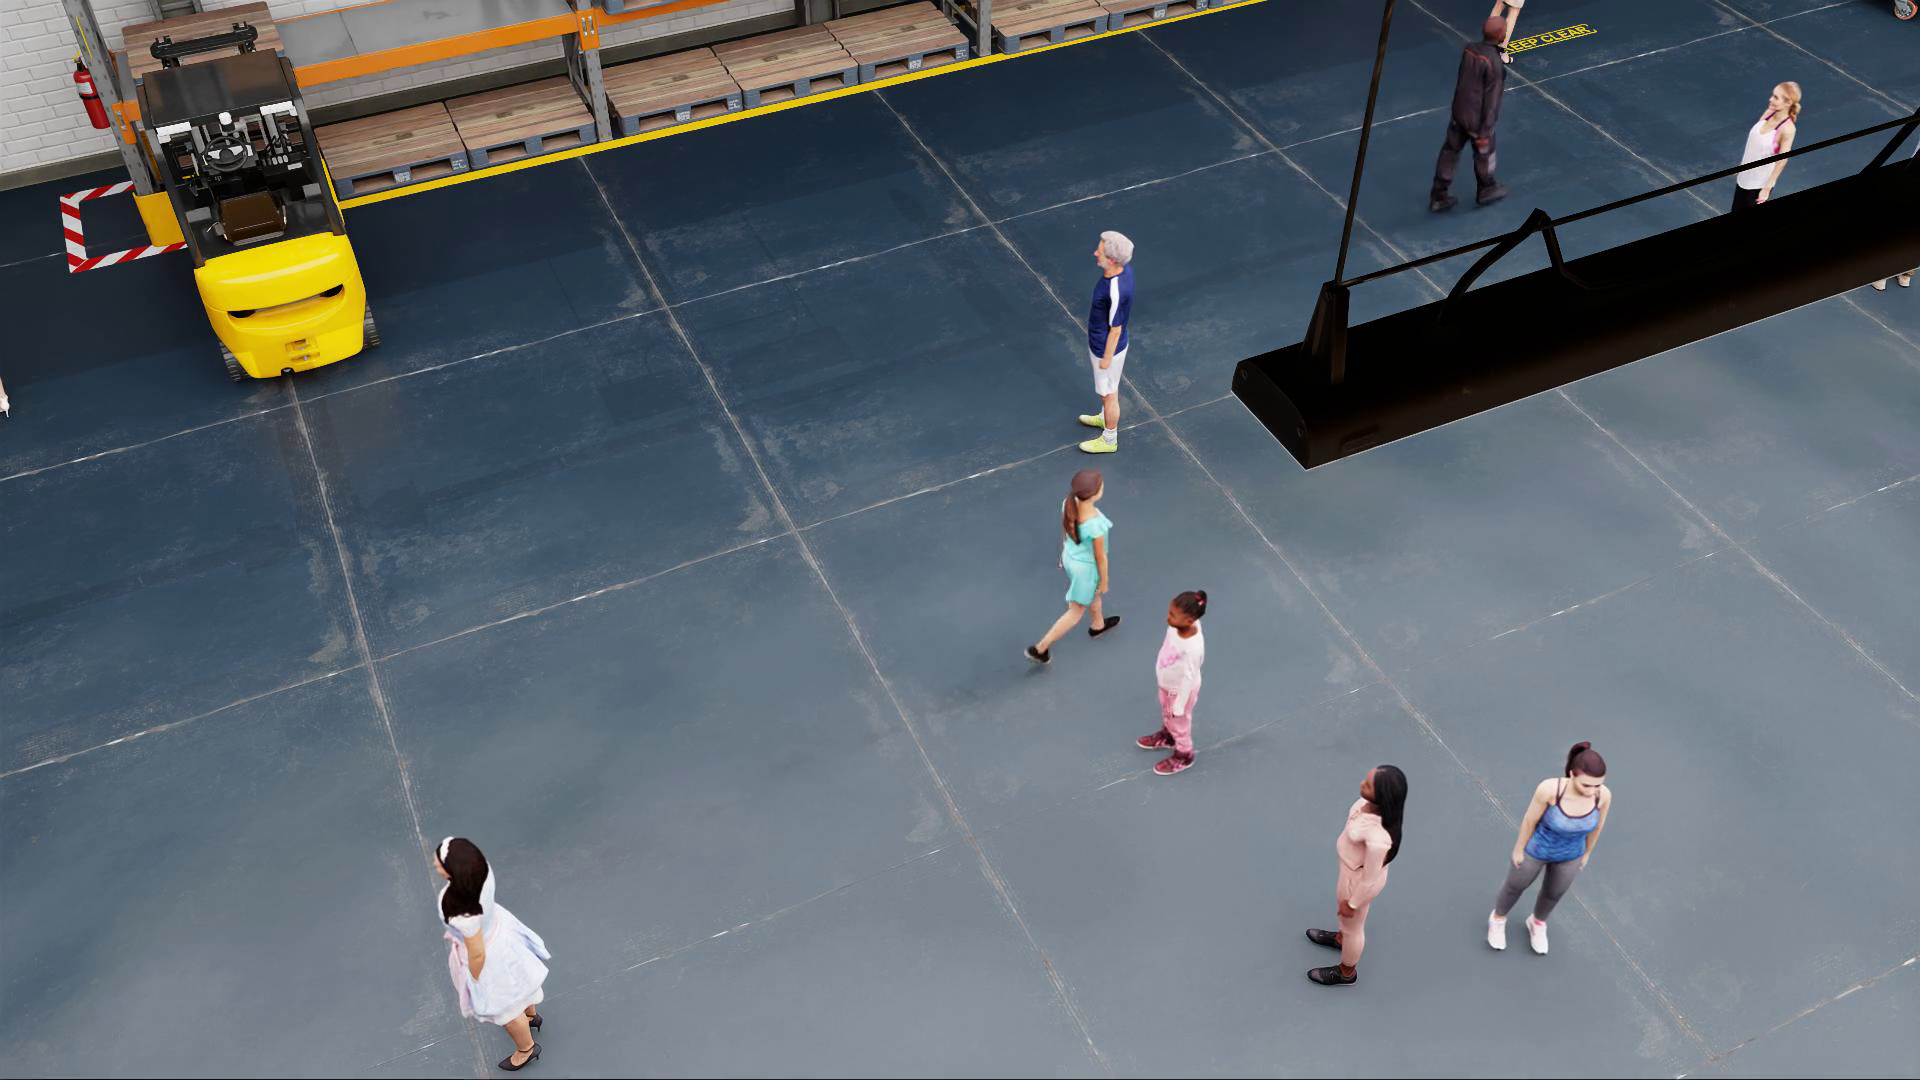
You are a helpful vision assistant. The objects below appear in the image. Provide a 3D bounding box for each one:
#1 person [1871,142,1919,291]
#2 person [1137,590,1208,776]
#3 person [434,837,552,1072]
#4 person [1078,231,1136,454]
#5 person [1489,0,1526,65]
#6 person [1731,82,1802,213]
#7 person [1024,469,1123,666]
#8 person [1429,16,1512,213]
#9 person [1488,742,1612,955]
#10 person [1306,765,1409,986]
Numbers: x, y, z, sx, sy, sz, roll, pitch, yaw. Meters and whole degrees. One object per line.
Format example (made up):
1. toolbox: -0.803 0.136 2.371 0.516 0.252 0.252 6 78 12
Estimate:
1. person: 7.877 -2.854 13.515 0.611 1.812 0.796 -6 44 -6
2. person: 1.321 0.827 9.916 0.572 1.447 0.598 -9 44 -10
3. person: -2.351 2.073 8.339 0.850 1.818 0.813 -2 44 -2
4. person: 1.075 -1.437 12.008 0.719 1.839 0.720 2 44 2
5. person: 5.484 -5.602 16.386 0.491 1.829 0.568 -18 47 -18
6. person: 6.517 -2.929 13.611 0.628 1.787 0.676 -5 44 -5
7. person: 0.726 0.188 10.523 1.058 1.534 0.645 -23 48 -23
8. person: 4.339 -3.628 14.331 0.975 1.806 0.716 -19 47 -19
9. person: 3.175 1.658 8.928 0.616 1.607 0.709 4 44 4
10. person: 2.107 1.751 8.747 0.726 1.721 0.700 8 44 8
